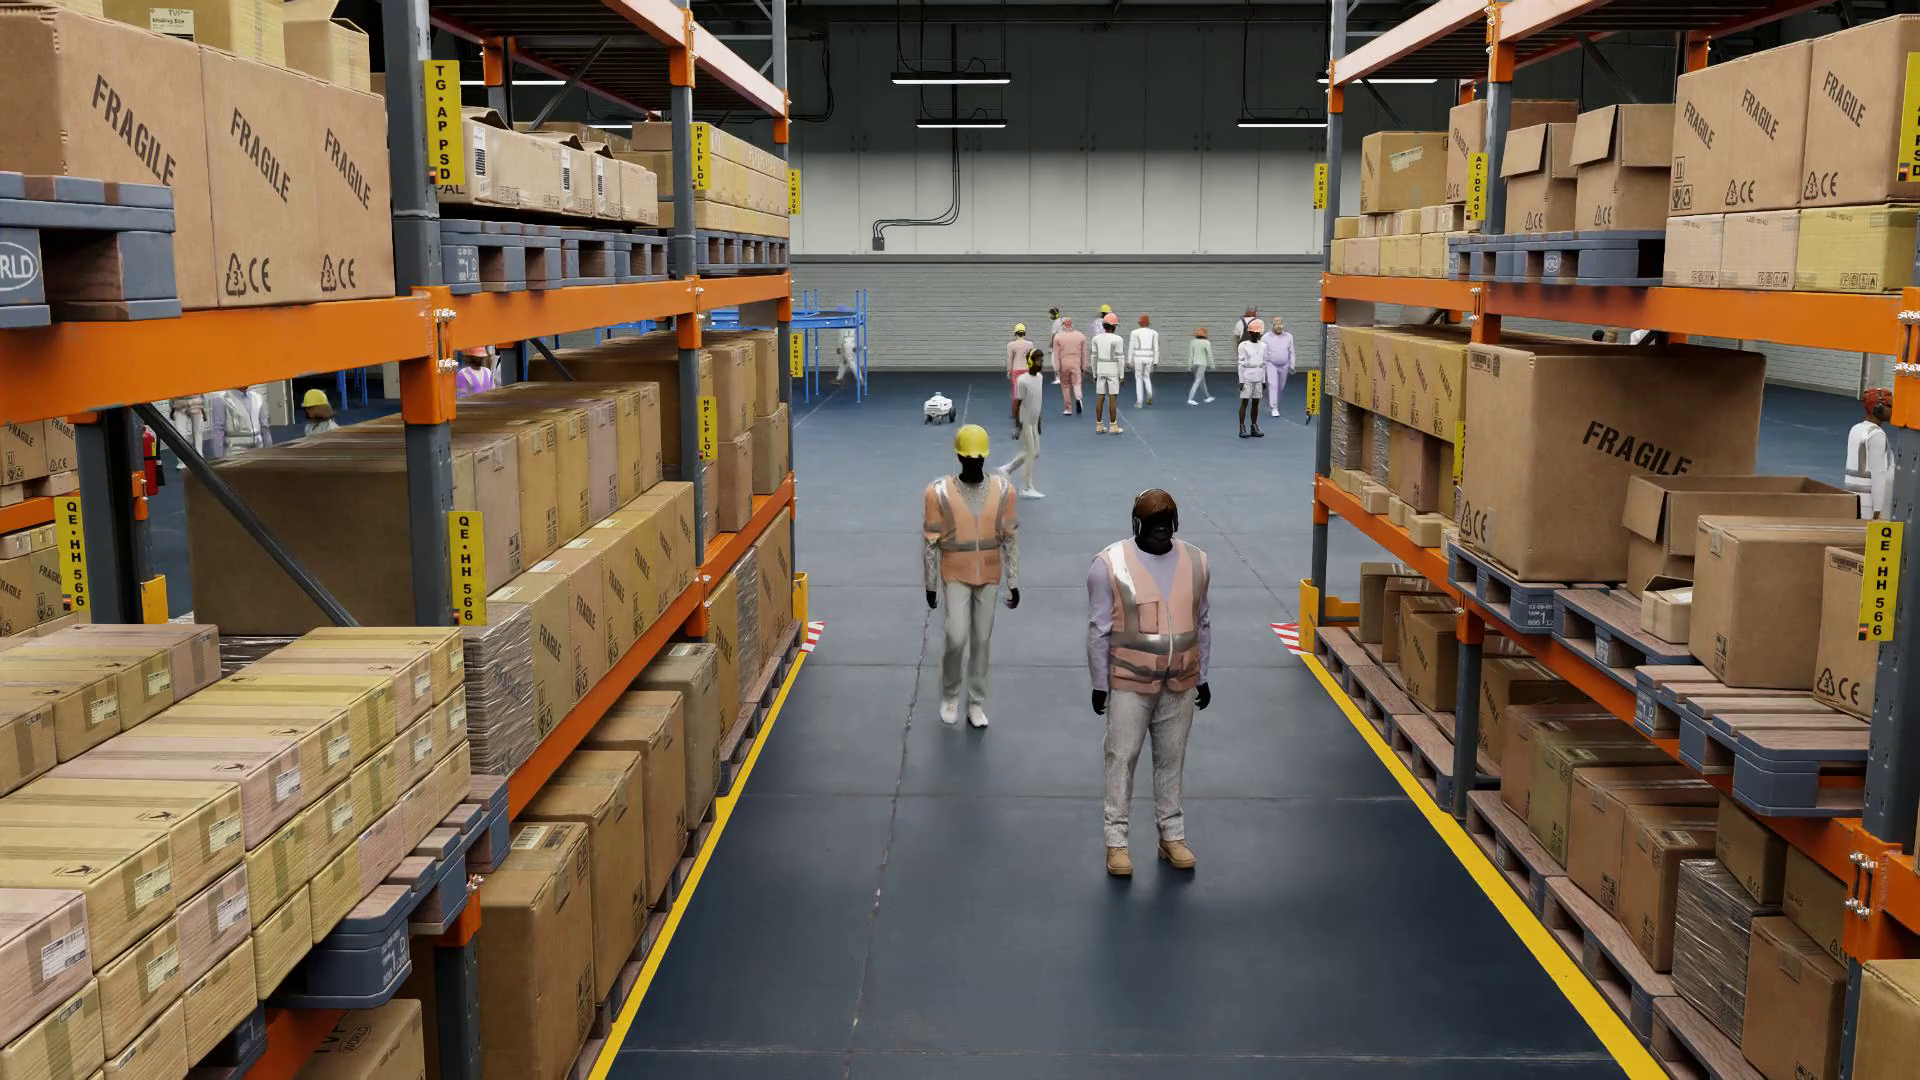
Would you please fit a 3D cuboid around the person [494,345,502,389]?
[{"bbox_3d":[-6.338,-1.928,23.263,0.375,1.917,0.596,-5,11,-28],"label":"person"}]

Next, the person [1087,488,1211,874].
[{"bbox_3d":[0.915,0.668,7.937,0.633,1.843,0.429,-3,10,-16],"label":"person"}]

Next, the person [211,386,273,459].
[{"bbox_3d":[-7.234,-0.876,16.897,0.521,1.933,0.636,4,10,23],"label":"person"}]

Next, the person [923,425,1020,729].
[{"bbox_3d":[0.080,0.232,10.364,0.585,1.911,0.424,-3,10,-15],"label":"person"}]

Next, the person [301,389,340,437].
[{"bbox_3d":[-5.958,-0.557,15.610,0.493,1.731,0.407,8,12,38],"label":"person"}]

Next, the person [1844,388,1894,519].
[{"bbox_3d":[7.453,-0.307,13.655,0.349,1.882,0.584,1,10,8],"label":"person"}]

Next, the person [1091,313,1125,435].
[{"bbox_3d":[2.533,-2.827,28.272,0.615,2.042,0.374,7,12,35],"label":"person"}]

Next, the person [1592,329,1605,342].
[{"bbox_3d":[11.502,-2.952,30.052,0.534,1.699,0.318,6,11,34],"label":"person"}]

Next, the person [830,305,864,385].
[{"bbox_3d":[-2.662,-4.608,39.409,0.875,1.898,0.627,2,10,13],"label":"person"}]

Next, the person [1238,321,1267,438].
[{"bbox_3d":[4.884,-2.682,27.717,0.542,1.938,0.358,-5,11,-26],"label":"person"}]

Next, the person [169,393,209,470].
[{"bbox_3d":[-10.794,-1.775,23.235,0.545,1.602,0.757,-2,10,-9],"label":"person"}]

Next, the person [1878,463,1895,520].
[{"bbox_3d":[6.378,0.128,10.947,0.643,1.920,0.529,3,10,18],"label":"person"}]

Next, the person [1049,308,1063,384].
[{"bbox_3d":[2.321,-4.632,39.787,0.349,1.823,0.647,4,10,22],"label":"person"}]

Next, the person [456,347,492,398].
[{"bbox_3d":[-6.323,-1.642,21.647,0.998,1.894,0.564,8,12,38],"label":"person"}]

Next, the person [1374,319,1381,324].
[{"bbox_3d":[8.110,-3.368,32.191,0.677,1.817,0.634,6,11,33],"label":"person"}]

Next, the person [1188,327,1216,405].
[{"bbox_3d":[4.957,-3.573,34.111,0.872,1.587,0.504,-7,11,-34],"label":"person"}]

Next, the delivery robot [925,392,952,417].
[{"bbox_3d":[-0.395,-2.442,30.251,0.477,0.478,0.707,2,9,15],"label":"delivery robot"}]

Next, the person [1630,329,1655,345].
[{"bbox_3d":[13.933,-3.689,34.050,0.600,1.836,0.404,-2,10,-14],"label":"person"}]

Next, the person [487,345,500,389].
[{"bbox_3d":[-8.379,-3.012,29.942,0.326,1.865,0.517,2,10,14],"label":"person"}]

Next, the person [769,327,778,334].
[{"bbox_3d":[-3.536,-3.376,31.872,0.361,1.938,0.635,-1,10,-8],"label":"person"}]

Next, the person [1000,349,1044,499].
[{"bbox_3d":[0.782,-1.463,20.680,0.632,1.848,0.551,6,11,32],"label":"person"}]

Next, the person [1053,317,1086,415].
[{"bbox_3d":[2.097,-3.292,31.575,0.645,1.876,0.670,-1,10,-8],"label":"person"}]

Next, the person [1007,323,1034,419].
[{"bbox_3d":[1.121,-3.147,31.020,0.523,1.769,0.310,-3,10,-15],"label":"person"}]

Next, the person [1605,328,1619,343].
[{"bbox_3d":[11.130,-2.741,28.531,0.955,1.792,0.520,-4,10,-22],"label":"person"}]

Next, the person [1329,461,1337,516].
[{"bbox_3d":[4.426,-1.070,18.995,0.612,1.622,0.524,7,12,35],"label":"person"}]

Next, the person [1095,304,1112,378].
[{"bbox_3d":[3.474,-4.626,39.466,0.589,1.902,0.684,-7,12,-38],"label":"person"}]

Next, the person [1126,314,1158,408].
[{"bbox_3d":[3.665,-3.597,33.421,0.599,1.873,0.423,-3,10,-17],"label":"person"}]

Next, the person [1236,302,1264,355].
[{"bbox_3d":[6.412,-4.209,36.683,0.696,2.000,0.639,8,13,41],"label":"person"}]

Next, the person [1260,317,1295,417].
[{"bbox_3d":[6.024,-3.306,31.672,0.642,1.872,0.910,-1,10,-9],"label":"person"}]
